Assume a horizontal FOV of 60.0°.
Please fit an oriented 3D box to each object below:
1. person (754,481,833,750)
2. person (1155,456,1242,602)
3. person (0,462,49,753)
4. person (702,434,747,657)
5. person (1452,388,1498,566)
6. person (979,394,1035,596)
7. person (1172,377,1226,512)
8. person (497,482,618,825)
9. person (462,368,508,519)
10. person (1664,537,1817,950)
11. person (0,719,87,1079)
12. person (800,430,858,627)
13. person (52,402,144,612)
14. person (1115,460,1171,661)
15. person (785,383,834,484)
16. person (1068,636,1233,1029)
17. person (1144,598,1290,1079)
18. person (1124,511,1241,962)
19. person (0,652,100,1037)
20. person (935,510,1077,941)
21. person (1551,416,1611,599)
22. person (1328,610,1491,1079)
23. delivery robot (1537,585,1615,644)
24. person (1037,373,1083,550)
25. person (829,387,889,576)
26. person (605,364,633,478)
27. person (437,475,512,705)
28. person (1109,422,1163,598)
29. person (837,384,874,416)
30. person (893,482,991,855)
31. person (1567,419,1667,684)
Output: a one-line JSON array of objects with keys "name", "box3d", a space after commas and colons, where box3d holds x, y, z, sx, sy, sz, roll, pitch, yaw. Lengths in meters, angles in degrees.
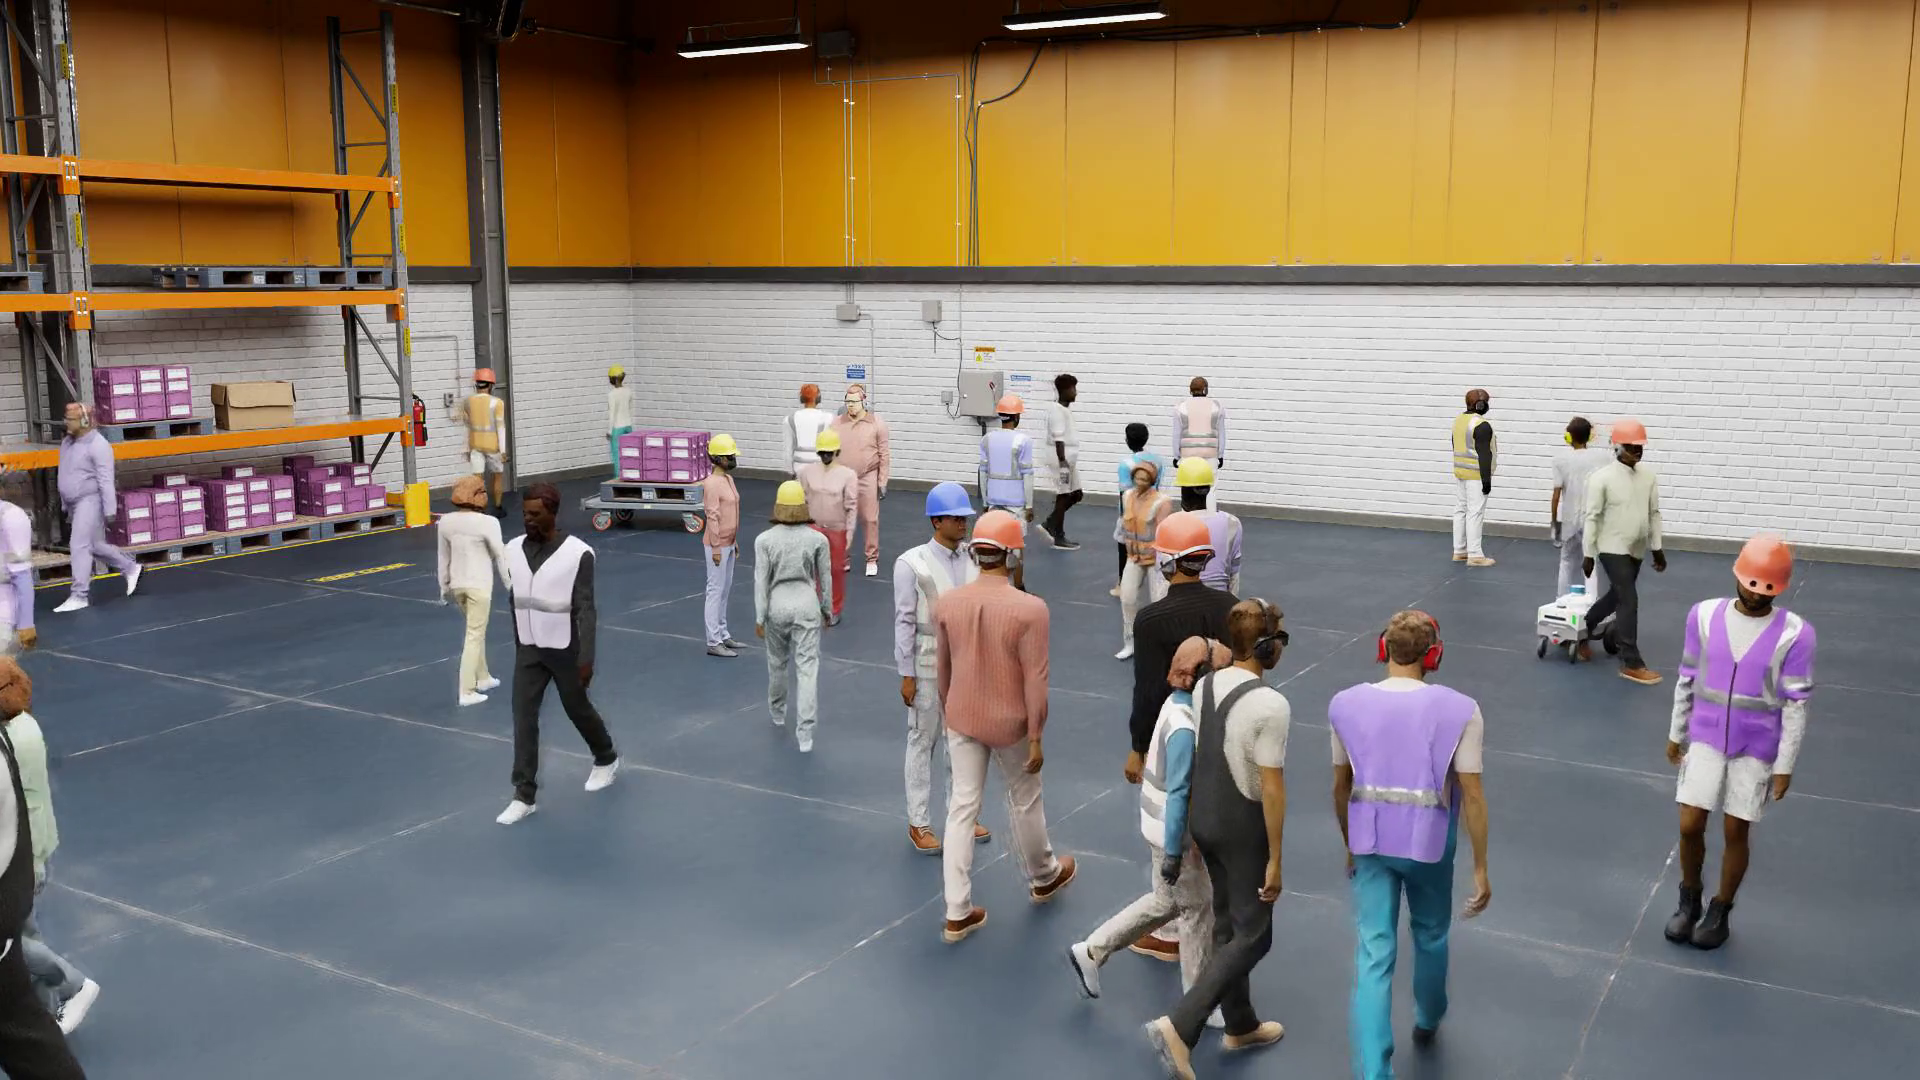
[{"name": "person", "box3d": [-1.080, 0.460, 10.821, 0.511, 1.694, 0.904, -1, 9, -8]}, {"name": "person", "box3d": [1.432, 0.451, 10.150, 0.587, 1.930, 0.360, -4, 10, -24]}, {"name": "person", "box3d": [-5.761, 0.445, 9.890, 0.638, 2.025, 0.445, 6, 11, 35]}, {"name": "person", "box3d": [-1.879, 0.038, 13.240, 0.312, 1.768, 0.522, 1, 9, 8]}, {"name": "person", "box3d": [5.367, -0.657, 17.338, 0.429, 1.846, 0.627, -2, 9, -12]}, {"name": "person", "box3d": [0.446, -0.371, 15.253, 0.546, 1.939, 0.375, 6, 11, 33]}, {"name": "person", "box3d": [2.783, -0.984, 19.402, 0.619, 1.839, 0.430, 1, 9, 5]}, {"name": "person", "box3d": [-2.285, 0.588, 9.460, 0.602, 1.883, 0.966, 4, 10, 22]}, {"name": "person", "box3d": [-5.816, -1.143, 20.257, 0.547, 1.896, 0.914, 1, 9, 6]}, {"name": "person", "box3d": [3.409, 0.915, 7.357, 0.605, 1.898, 0.484, 7, 12, 39]}, {"name": "person", "box3d": [-3.264, 1.176, 5.282, 1.015, 2.000, 0.690, -5, 10, -26]}, {"name": "person", "box3d": [-1.135, -0.065, 14.003, 0.538, 1.712, 0.895, 2, 9, 10]}, {"name": "person", "box3d": [-7.916, -0.326, 15.172, 0.646, 1.884, 0.857, 7, 11, 37]}, {"name": "person", "box3d": [1.462, 0.166, 12.918, 0.614, 1.604, 0.531, -9, 13, -44]}, {"name": "person", "box3d": [-1.576, -0.748, 17.779, 0.602, 1.875, 0.412, 3, 9, 16]}, {"name": "person", "box3d": [0.799, 1.164, 6.677, 0.694, 1.613, 0.559, 1, 9, 8]}, {"name": "person", "box3d": [0.996, 1.126, 6.276, 0.655, 1.833, 0.520, -5, 10, -30]}, {"name": "person", "box3d": [0.983, 0.864, 7.370, 0.611, 1.995, 0.375, -7, 11, -36]}, {"name": "person", "box3d": [-3.653, 1.204, 6.402, 0.360, 1.620, 0.545, -9, 13, -43]}, {"name": "person", "box3d": [0.192, 0.823, 7.765, 0.628, 1.943, 0.911, 5, 10, 28]}, {"name": "person", "box3d": [5.300, -0.136, 14.201, 0.542, 1.825, 0.987, 2, 9, 14]}, {"name": "person", "box3d": [1.679, 1.152, 6.232, 0.618, 1.775, 0.937, 4, 10, 22]}, {"name": "delivery robot", "box3d": [4.898, 0.600, 13.207, 0.707, 0.478, 0.477, -8, 12, -42]}, {"name": "person", "box3d": [1.133, -0.857, 18.235, 0.452, 1.947, 0.612, 3, 10, 17]}, {"name": "person", "box3d": [-1.037, -0.582, 16.675, 0.646, 1.907, 0.401, 2, 9, 13]}, {"name": "person", "box3d": [-4.789, -1.582, 23.355, 0.319, 1.768, 0.527, 4, 10, 25]}, {"name": "person", "box3d": [-3.414, 0.340, 11.855, 0.515, 1.610, 0.704, 4, 10, 25]}, {"name": "person", "box3d": [1.687, -0.254, 15.332, 0.537, 1.678, 0.704, -6, 11, -32]}, {"name": "person", "box3d": [-1.314, -1.171, 21.195, 0.498, 1.633, 0.286, 2, 9, 11]}, {"name": "person", "box3d": [-0.078, 0.661, 8.777, 0.605, 1.951, 0.380, -7, 11, -36]}, {"name": "person", "box3d": [4.976, 0.047, 12.613, 0.607, 1.963, 0.983, -5, 10, -28]}]
